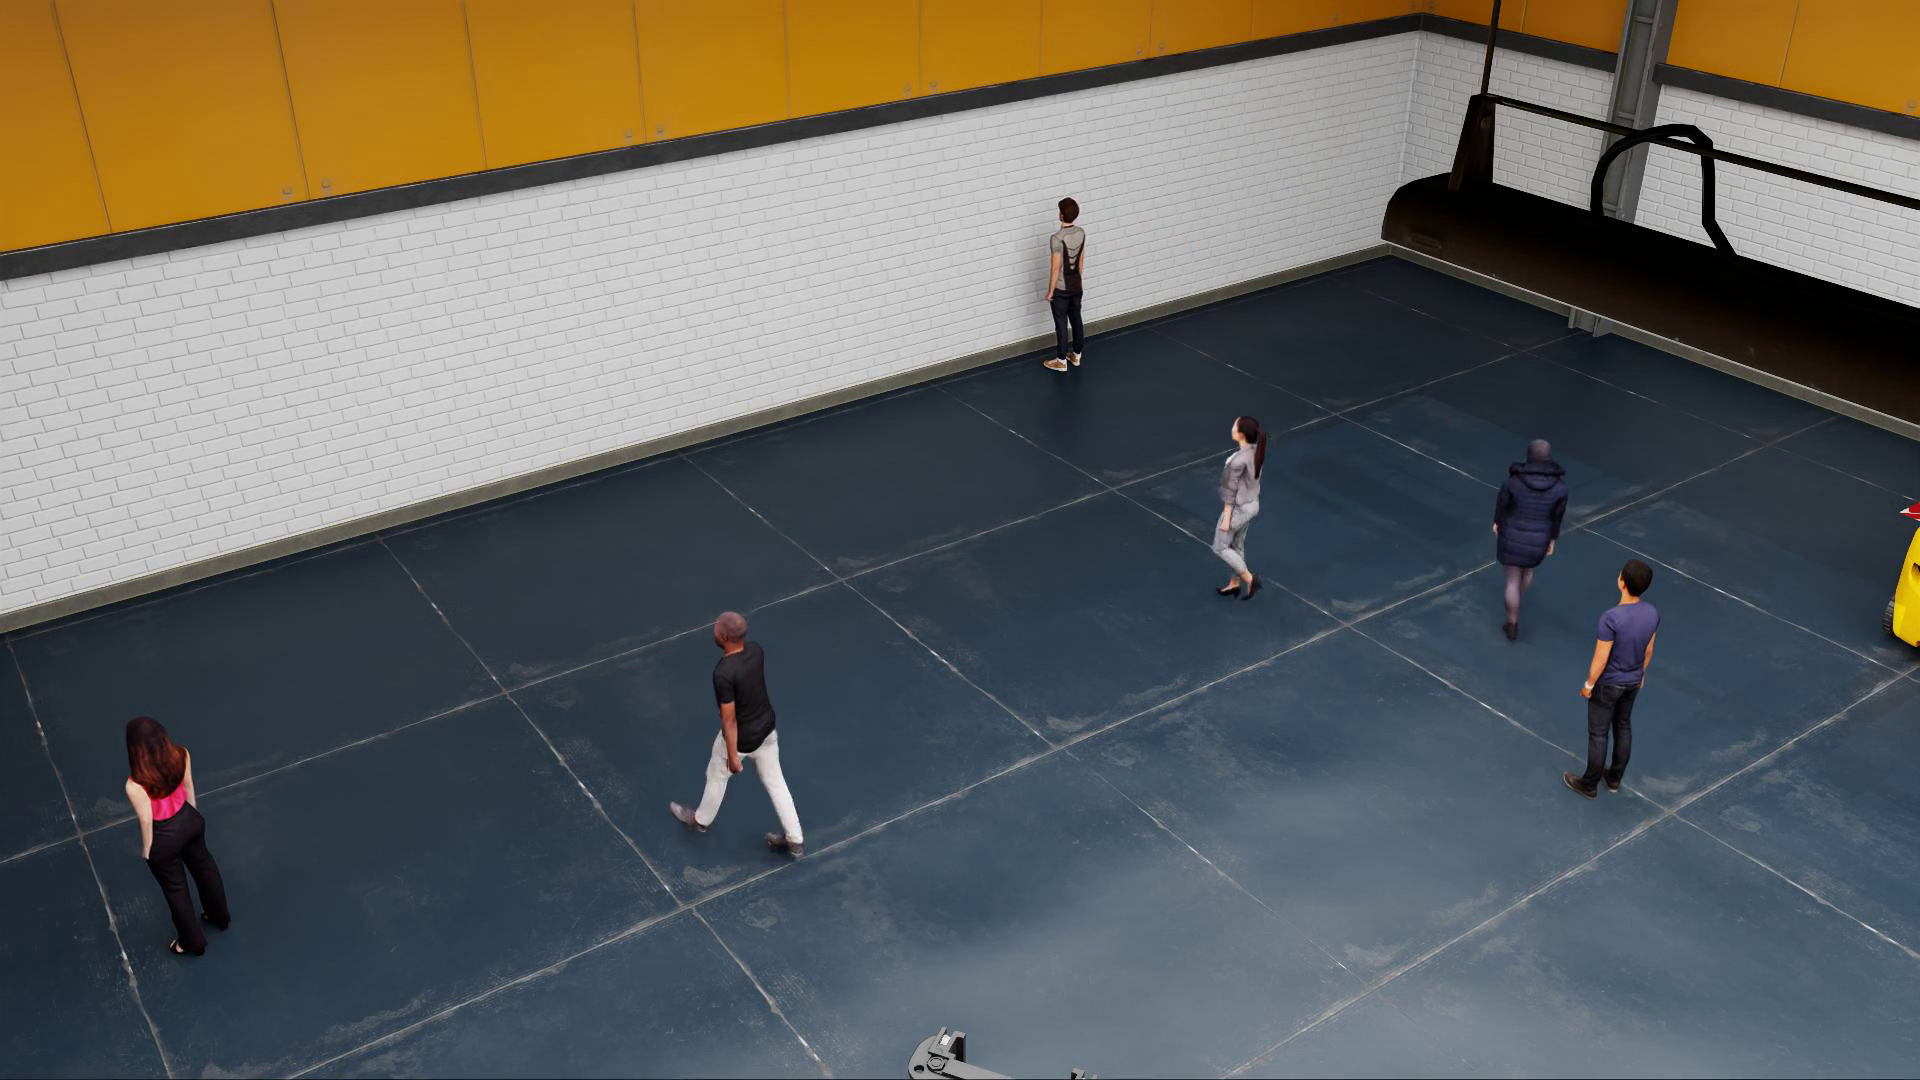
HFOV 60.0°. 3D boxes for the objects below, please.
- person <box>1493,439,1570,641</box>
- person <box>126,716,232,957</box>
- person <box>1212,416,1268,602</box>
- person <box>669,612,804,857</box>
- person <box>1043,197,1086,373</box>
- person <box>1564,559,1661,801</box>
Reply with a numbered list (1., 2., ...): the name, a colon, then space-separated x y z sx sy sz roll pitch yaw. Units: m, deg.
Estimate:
1. person: 4.446 0.026 13.093 1.028 1.636 1.109 3 29 6
2. person: -4.699 1.745 9.917 0.684 1.660 0.658 10 30 18
3. person: 2.326 -0.195 13.472 0.797 1.662 0.733 20 34 32
4. person: -1.285 1.298 10.645 1.292 1.749 1.018 15 32 25
5. person: 1.151 -2.753 17.918 0.644 1.896 0.568 -21 35 -33
6. person: 4.440 0.948 11.242 0.694 1.792 0.621 -10 30 -17
